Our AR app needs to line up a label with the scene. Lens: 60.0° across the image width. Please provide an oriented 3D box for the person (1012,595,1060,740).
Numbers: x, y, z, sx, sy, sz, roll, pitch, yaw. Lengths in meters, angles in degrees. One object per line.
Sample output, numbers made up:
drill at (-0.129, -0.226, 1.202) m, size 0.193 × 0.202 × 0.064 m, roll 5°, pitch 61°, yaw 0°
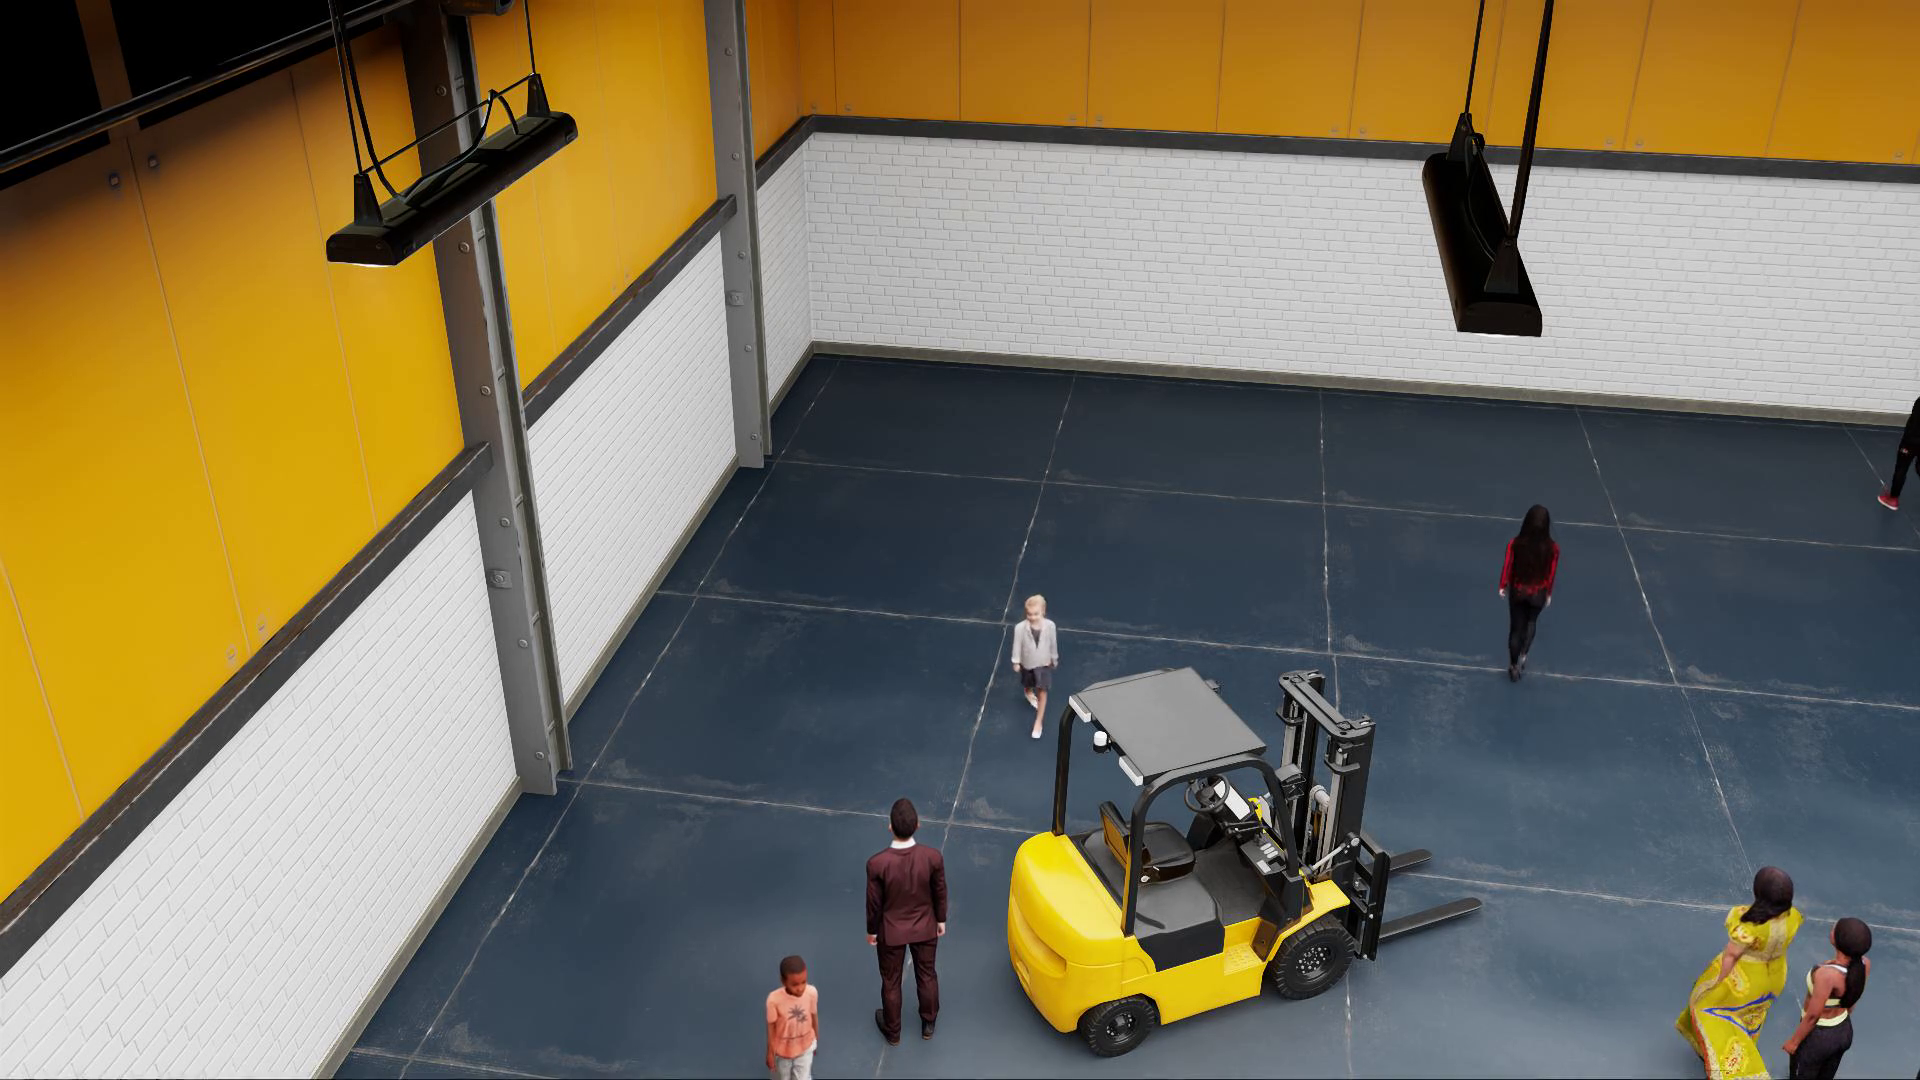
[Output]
person at (0.634, 0.979, 13.864) m, size 0.594 × 1.244 × 0.875 m, roll -1°, pitch 29°, yaw -2°

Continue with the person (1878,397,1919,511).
person at (9.885, -0.974, 17.012) m, size 0.747 × 1.655 × 1.032 m, roll -3°, pitch 29°, yaw -5°

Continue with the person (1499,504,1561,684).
person at (4.895, 0.509, 14.307) m, size 0.581 × 1.644 × 0.561 m, roll 5°, pitch 29°, yaw 9°

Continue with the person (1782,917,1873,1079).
person at (5.066, 2.927, 9.759) m, size 0.640 × 1.754 × 0.662 m, roll -11°, pitch 30°, yaw -19°

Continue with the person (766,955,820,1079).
person at (-1.032, 3.007, 10.091) m, size 0.672 × 1.296 × 0.827 m, roll -7°, pitch 29°, yaw -12°

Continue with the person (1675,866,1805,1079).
person at (4.886, 2.749, 10.199) m, size 1.047 × 1.644 × 1.147 m, roll -12°, pitch 31°, yaw -20°

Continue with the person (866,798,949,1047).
person at (-0.337, 2.433, 10.548) m, size 0.766 × 1.866 × 0.744 m, roll -6°, pitch 29°, yaw -11°
